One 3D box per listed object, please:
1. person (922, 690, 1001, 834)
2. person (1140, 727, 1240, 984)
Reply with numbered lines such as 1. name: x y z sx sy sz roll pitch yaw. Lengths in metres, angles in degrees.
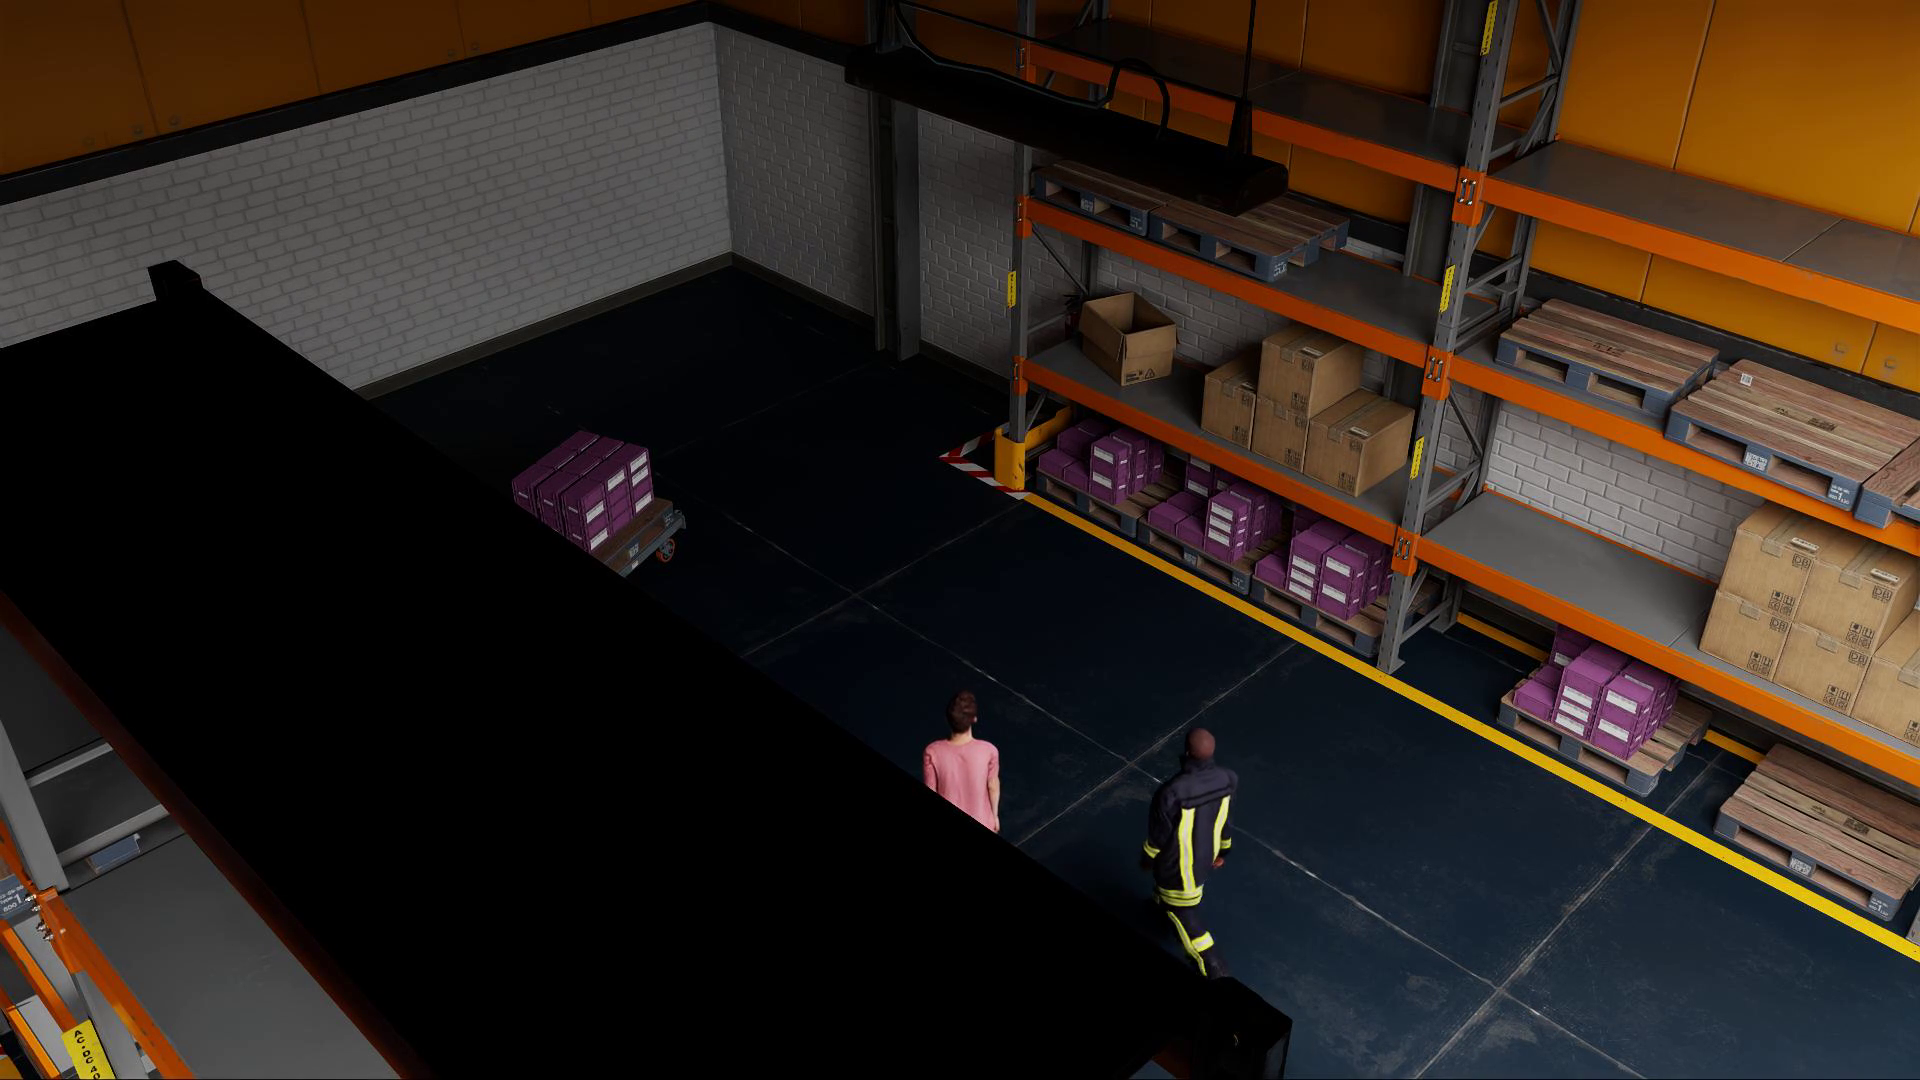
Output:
1. person: 0.006 1.747 10.202 0.712 1.957 0.754 -2 34 -4
2. person: 1.414 1.925 10.080 0.907 1.796 1.240 -19 38 -26
